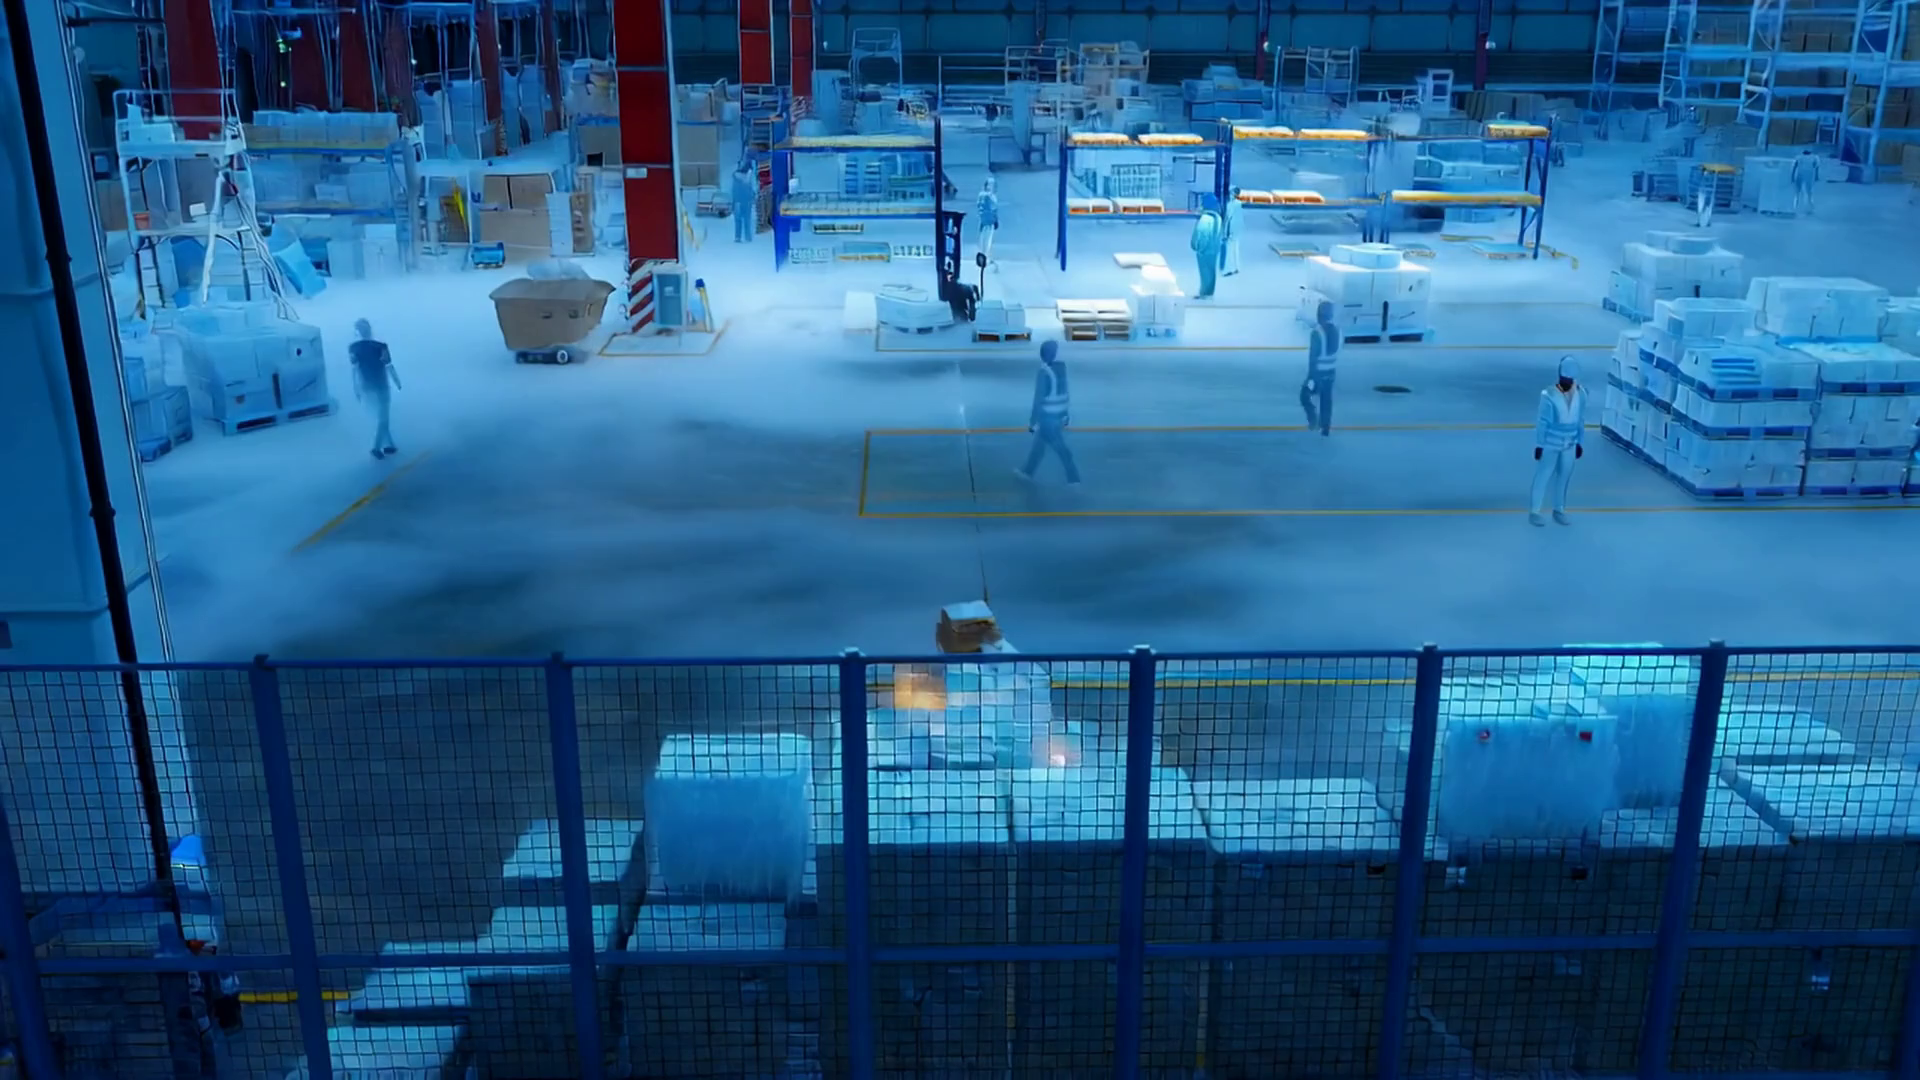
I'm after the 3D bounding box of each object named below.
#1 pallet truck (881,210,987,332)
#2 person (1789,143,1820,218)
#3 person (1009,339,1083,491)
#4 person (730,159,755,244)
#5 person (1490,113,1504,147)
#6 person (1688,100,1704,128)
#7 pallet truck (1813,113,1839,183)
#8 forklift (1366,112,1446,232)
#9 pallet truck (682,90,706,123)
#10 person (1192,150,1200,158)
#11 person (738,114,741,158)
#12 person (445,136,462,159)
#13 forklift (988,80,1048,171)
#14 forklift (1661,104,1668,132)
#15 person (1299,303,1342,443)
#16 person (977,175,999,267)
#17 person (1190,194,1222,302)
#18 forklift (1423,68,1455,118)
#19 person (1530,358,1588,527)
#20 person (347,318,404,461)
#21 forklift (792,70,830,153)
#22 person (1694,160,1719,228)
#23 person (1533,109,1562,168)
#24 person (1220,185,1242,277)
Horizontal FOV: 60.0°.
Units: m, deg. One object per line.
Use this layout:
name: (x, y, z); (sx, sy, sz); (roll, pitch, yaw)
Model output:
pallet truck: (-0.493, -4.759, 29.349); (1.885, 1.965, 0.823); (-13, 23, -34)
person: (21.766, -9.265, 42.844); (0.705, 1.915, 0.506); (16, 24, 39)
person: (1.068, -1.503, 19.948); (1.016, 1.830, 0.594); (10, 21, 26)
person: (-5.050, -7.847, 38.603); (0.631, 1.940, 0.372); (7, 20, 20)
person: (17.772, -13.375, 55.424); (0.555, 1.639, 0.862); (-10, 21, -27)
person: (26.854, -15.197, 60.780); (0.541, 1.696, 0.317); (-1, 19, -2)
pallet truck: (26.403, -11.957, 50.702); (0.823, 1.965, 1.885); (6, 19, 16)
forklift: (10.837, -8.975, 40.496); (1.873, 2.768, 1.129); (-1, 19, -2)
pallet truck: (-9.671, -15.907, 62.421); (0.823, 1.965, 1.885); (5, 19, 15)
person: (6.392, -10.134, 45.569); (0.453, 1.829, 0.628); (-2, 19, -6)
person: (-7.316, -13.809, 56.305); (0.387, 1.927, 0.589); (0, 19, 1)
person: (-14.342, -10.595, 47.118); (0.555, 1.686, 0.390); (4, 19, 13)
forklift: (1.865, -13.266, 53.226); (1.873, 2.768, 1.129); (0, 19, -1)
forklift: (28.995, -17.685, 66.336); (1.873, 2.768, 1.129); (0, 19, -1)
person: (4.728, -2.207, 21.975); (0.615, 1.867, 0.523); (-15, 24, -37)
person: (0.622, -6.827, 35.588); (0.364, 1.930, 0.588); (16, 24, 39)
person: (4.650, -5.568, 31.683); (0.536, 2.000, 0.675); (11, 21, 29)
forklift: (17.382, -15.723, 60.515); (1.129, 2.768, 1.873); (-1, 19, -1)
person: (6.681, -1.085, 18.552); (0.600, 1.940, 0.418); (-4, 19, -11)
person: (-7.431, -1.916, 21.186); (0.594, 1.826, 0.646); (-1, 19, -2)
forklift: (-4.981, -15.241, 59.083); (1.873, 2.768, 1.129); (-10, 21, -28)
person: (18.470, -8.555, 41.164); (0.523, 1.638, 0.311); (1, 19, 3)
person: (19.319, -13.106, 54.291); (0.986, 1.886, 0.563); (11, 22, 30)
person: (5.616, -6.372, 34.325); (0.326, 1.876, 0.520); (11, 21, 29)
